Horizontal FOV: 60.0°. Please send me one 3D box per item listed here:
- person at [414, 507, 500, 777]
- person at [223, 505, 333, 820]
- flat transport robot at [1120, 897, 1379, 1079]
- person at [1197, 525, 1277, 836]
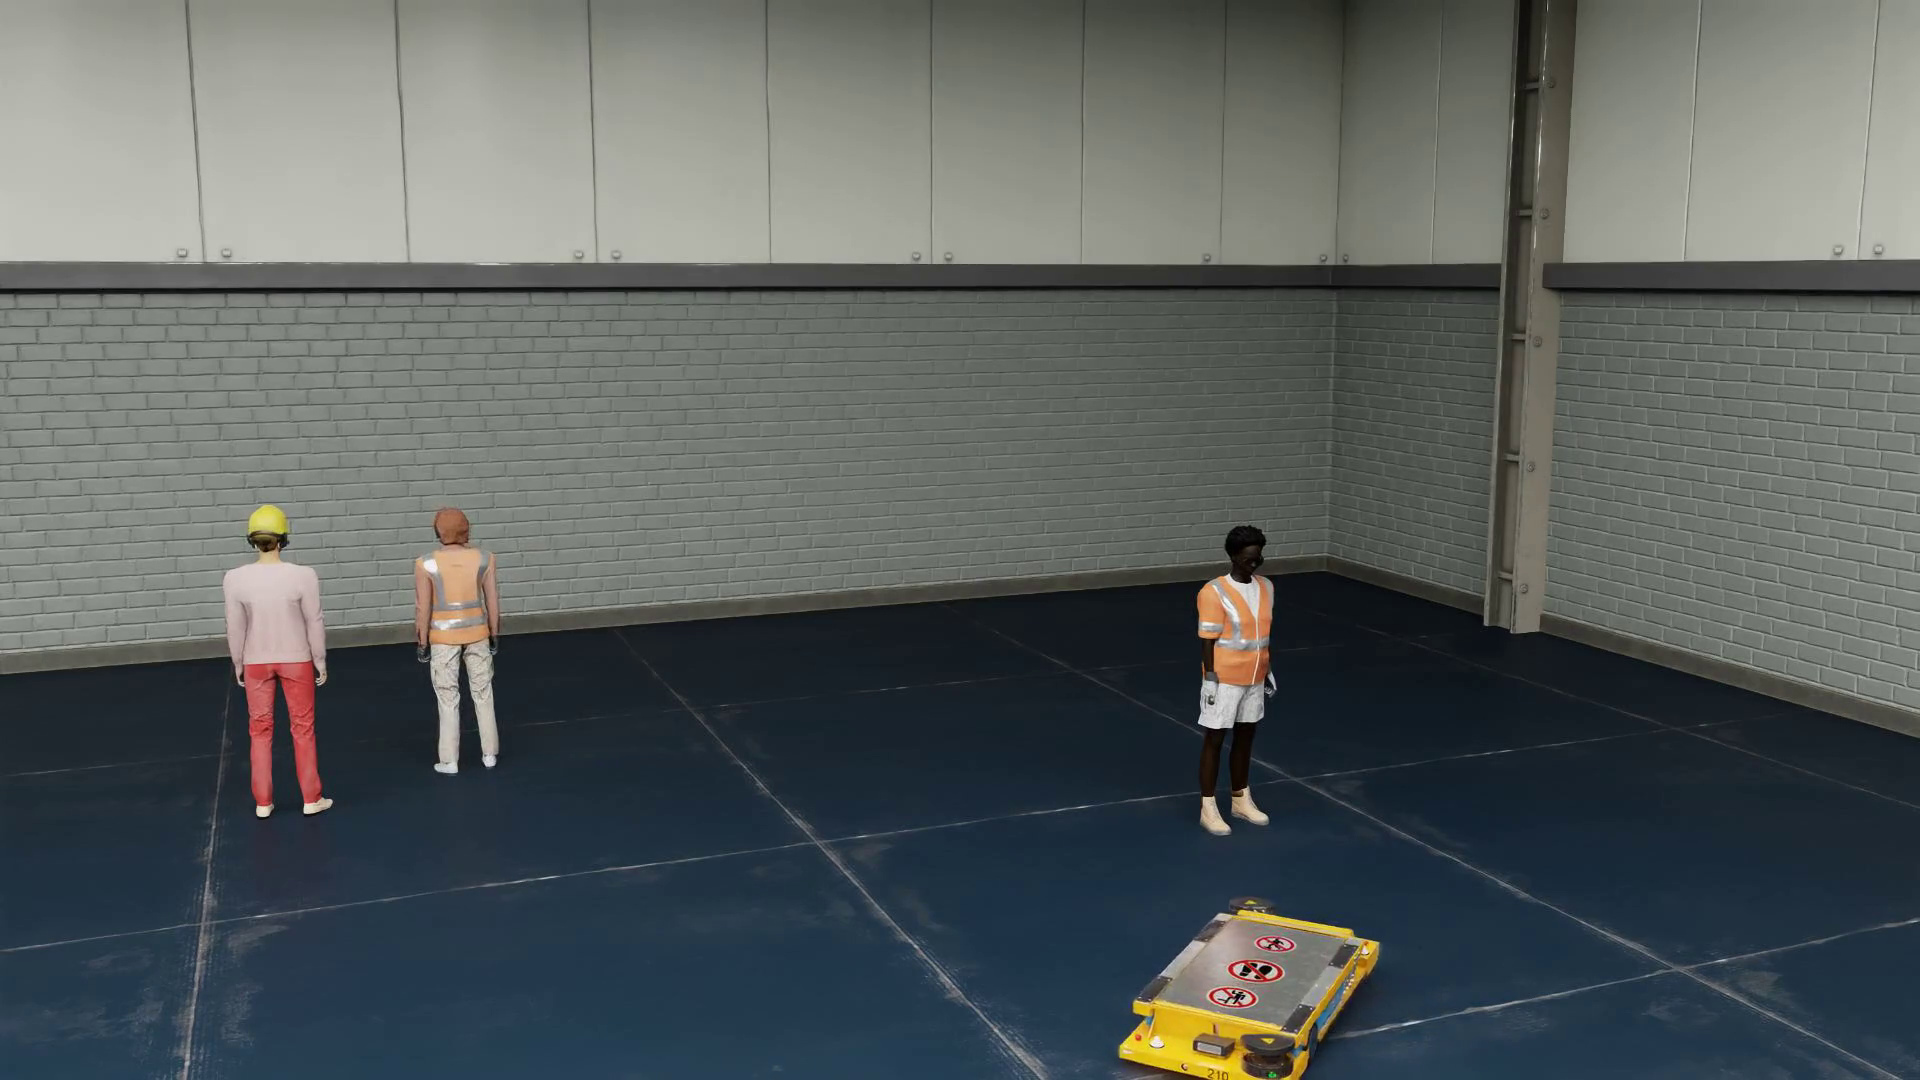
[{"bbox_3d":[-3.049,0.615,10.116,0.523,1.636,0.311,-6,11,-34],"label":"person"},{"bbox_3d":[-3.798,0.684,9.275,0.523,1.772,0.302,-1,9,-8],"label":"person"},{"bbox_3d":[1.223,1.822,6.813,0.652,0.197,1.431,5,10,27],"label":"flat transport robot"},{"bbox_3d":[1.515,0.751,9.089,0.531,1.692,0.320,-6,11,-35],"label":"person"}]
